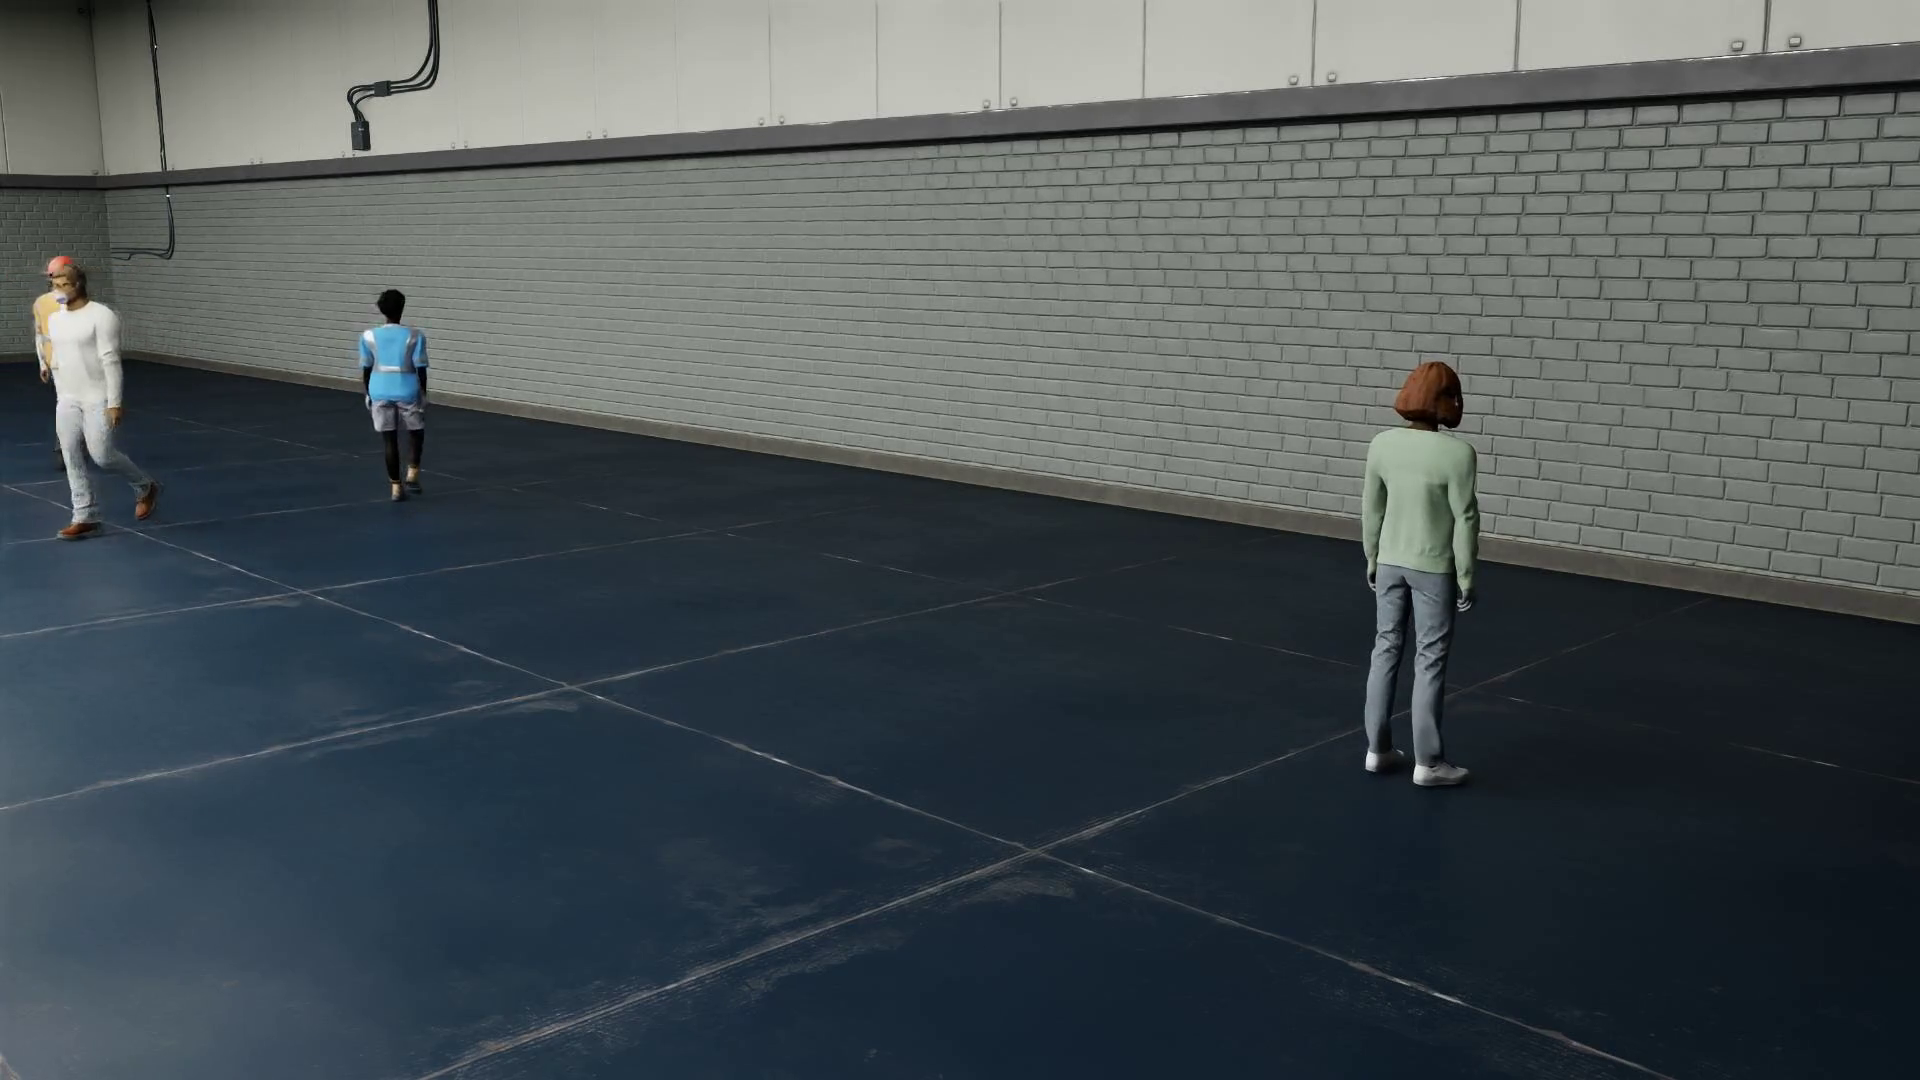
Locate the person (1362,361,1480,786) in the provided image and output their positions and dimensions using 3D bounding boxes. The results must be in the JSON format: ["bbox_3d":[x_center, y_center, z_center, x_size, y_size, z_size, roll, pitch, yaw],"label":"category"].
[{"bbox_3d":[1.784,0.126,6.455,0.270,1.631,0.507,-8,13,-37],"label":"person"}]

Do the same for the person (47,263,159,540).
[{"bbox_3d":[-6.089,-0.983,11.722,0.637,1.921,0.668,4,11,20],"label":"person"}]

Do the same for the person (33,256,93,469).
[{"bbox_3d":[-8.074,-1.627,15.239,0.555,1.914,0.736,5,12,26],"label":"person"}]

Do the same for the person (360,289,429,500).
[{"bbox_3d":[-4.511,-1.160,13.322,0.540,1.685,0.362,-2,11,-10],"label":"person"}]
